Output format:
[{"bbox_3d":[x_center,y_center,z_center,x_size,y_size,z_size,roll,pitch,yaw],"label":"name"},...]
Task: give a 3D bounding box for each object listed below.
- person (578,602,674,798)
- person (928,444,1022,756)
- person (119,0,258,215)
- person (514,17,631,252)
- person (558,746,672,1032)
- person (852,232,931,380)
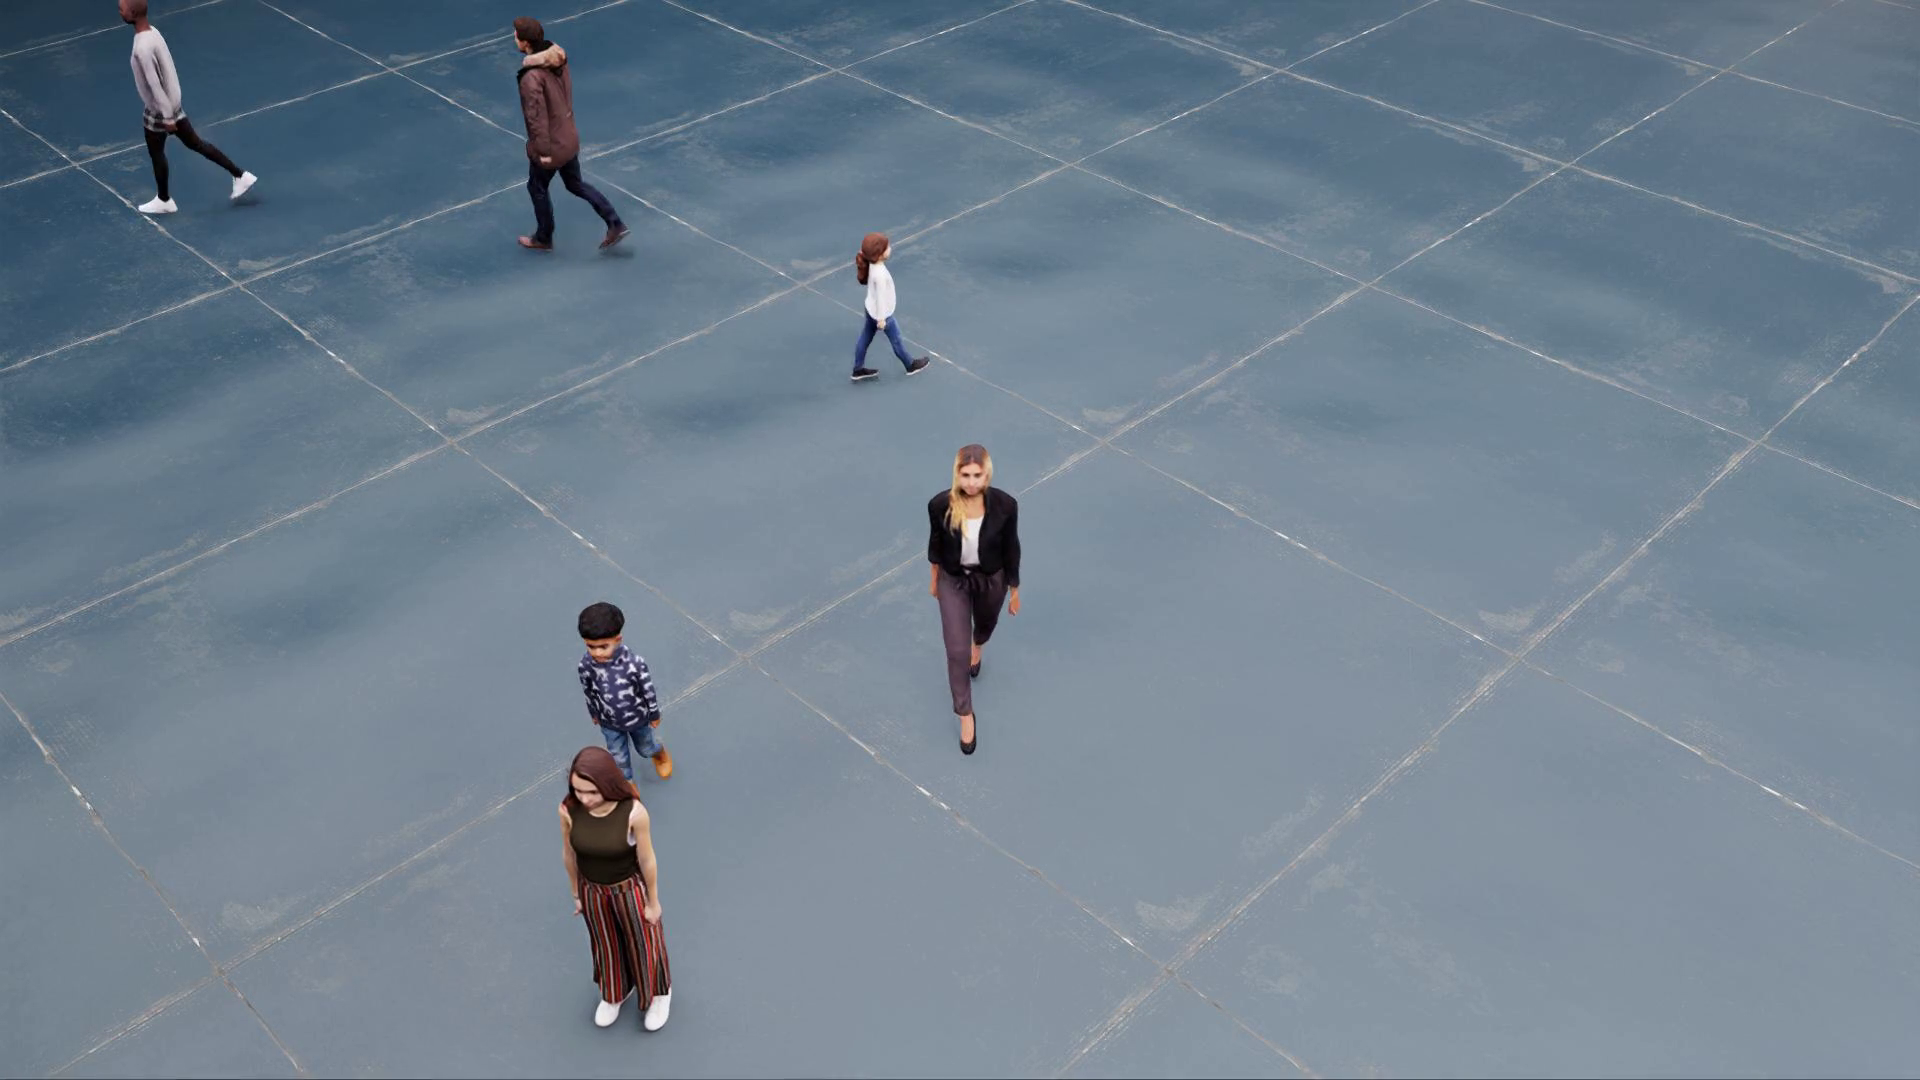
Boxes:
[{"bbox_3d":[-1.592,0.768,7.934,0.721,1.237,0.794,1,37,1],"label":"person"},{"bbox_3d":[0.073,0.197,8.368,1.031,1.621,1.075,-1,37,-1],"label":"person"},{"bbox_3d":[-6.100,-3.387,12.984,1.248,1.739,1.035,-8,38,-10],"label":"person"},{"bbox_3d":[-2.934,-2.953,12.352,1.191,1.813,1.219,8,38,10],"label":"person"},{"bbox_3d":[-1.412,1.414,6.816,0.630,1.562,0.669,6,38,7],"label":"person"},{"bbox_3d":[-0.591,-1.538,11.093,0.820,1.084,0.657,-12,39,-15],"label":"person"}]
